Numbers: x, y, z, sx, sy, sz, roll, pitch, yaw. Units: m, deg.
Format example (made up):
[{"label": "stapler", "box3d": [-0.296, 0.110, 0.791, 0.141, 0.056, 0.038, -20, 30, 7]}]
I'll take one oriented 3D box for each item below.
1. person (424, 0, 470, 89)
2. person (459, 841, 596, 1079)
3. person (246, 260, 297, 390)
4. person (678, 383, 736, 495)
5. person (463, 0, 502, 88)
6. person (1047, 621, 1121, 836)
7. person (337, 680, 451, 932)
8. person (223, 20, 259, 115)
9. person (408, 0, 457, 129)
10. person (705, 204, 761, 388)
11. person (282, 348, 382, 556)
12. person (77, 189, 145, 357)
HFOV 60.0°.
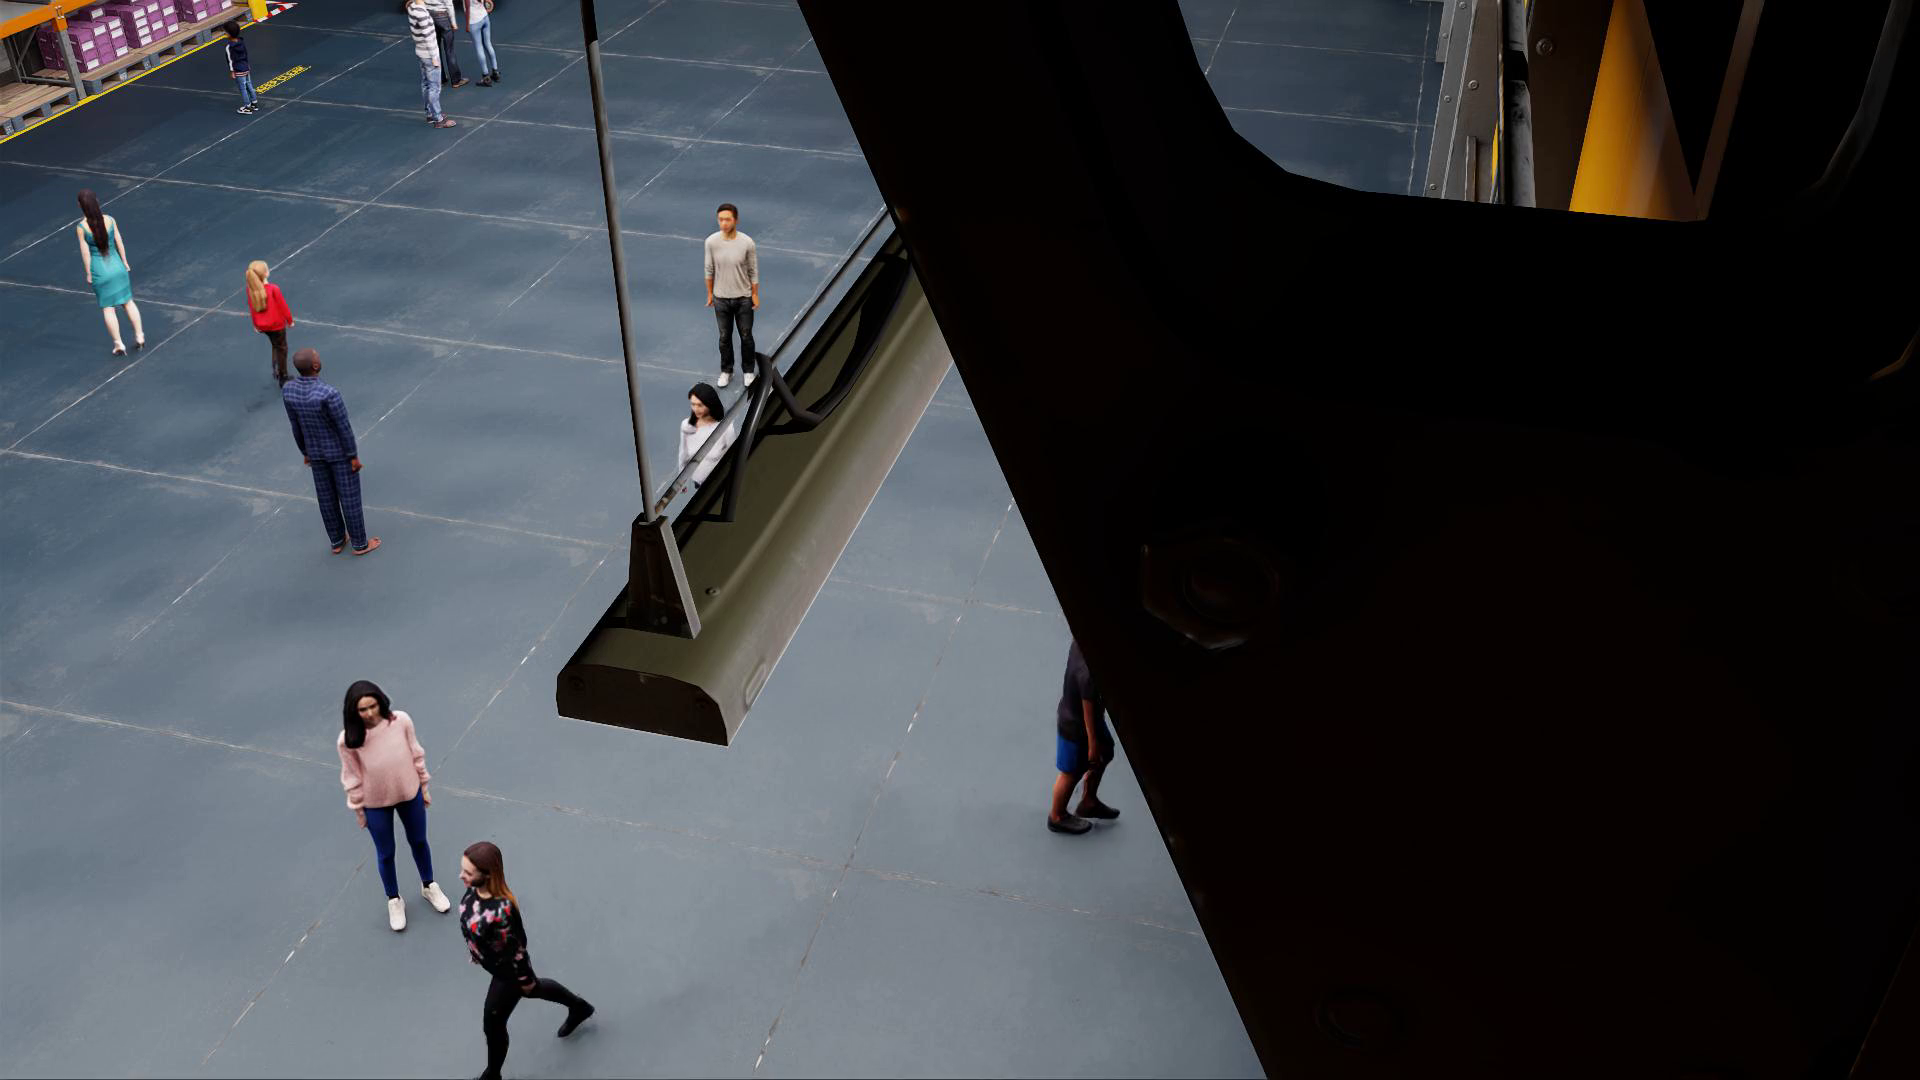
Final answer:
[{"label": "person", "box3d": [-7.176, -7.171, 22.895, 0.645, 1.820, 0.540, 9, 35, 13]}, {"label": "person", "box3d": [-2.353, 2.225, 8.917, 1.142, 1.643, 1.026, -22, 39, -29]}, {"label": "person", "box3d": [-6.485, -1.998, 15.606, 0.497, 1.272, 0.511, 7, 34, 10]}, {"label": "person", "box3d": [-1.886, -0.496, 12.974, 0.632, 1.686, 0.631, 10, 35, 14]}, {"label": "person", "box3d": [-6.659, -7.156, 22.962, 0.683, 1.720, 0.506, 15, 36, 21]}, {"label": "person", "box3d": [0.675, 1.130, 10.443, 0.773, 1.779, 0.696, 3, 34, 5]}, {"label": "person", "box3d": [-3.369, 1.533, 9.845, 0.705, 1.769, 0.777, -20, 38, -27]}, {"label": "person", "box3d": [-9.580, -6.295, 22.117, 0.577, 1.221, 0.429, 10, 35, 14]}, {"label": "person", "box3d": [-6.914, -6.310, 21.570, 0.761, 1.852, 0.714, -20, 38, -27]}, {"label": "person", "box3d": [-2.121, -2.307, 15.584, 0.693, 1.811, 0.627, 1, 34, 2]}, {"label": "person", "box3d": [-4.993, -0.701, 13.156, 0.664, 1.824, 0.595, 7, 34, 11]}, {"label": "person", "box3d": [-8.261, -2.597, 16.134, 0.673, 1.686, 0.535, 24, 40, 31]}]
